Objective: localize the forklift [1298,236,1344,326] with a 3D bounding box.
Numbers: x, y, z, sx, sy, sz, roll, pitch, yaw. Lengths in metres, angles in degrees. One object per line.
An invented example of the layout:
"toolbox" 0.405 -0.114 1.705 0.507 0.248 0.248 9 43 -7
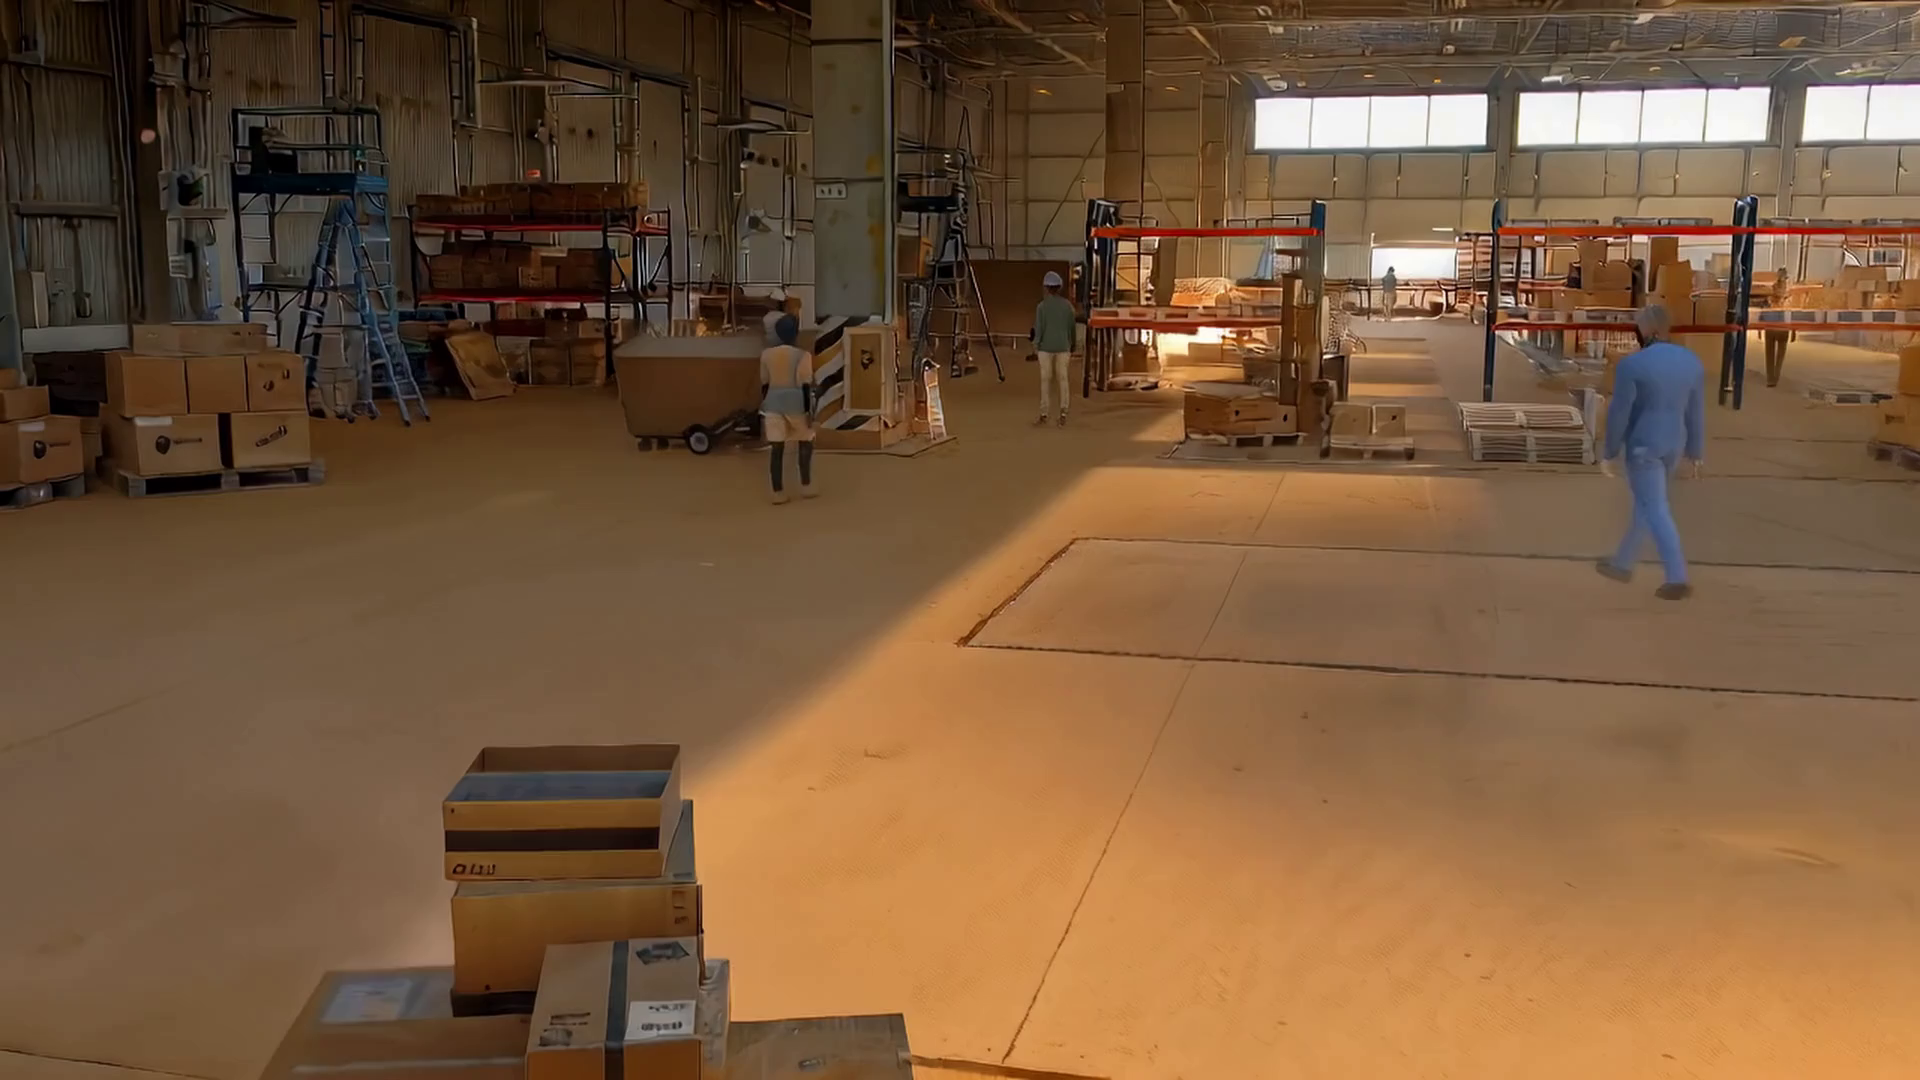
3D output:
"forklift" 10.809 -7.963 51.288 1.873 2.768 1.129 -4 10 -20

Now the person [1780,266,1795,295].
"person" 23.987 -6.997 48.428 0.399 1.920 0.589 -5 11 -27

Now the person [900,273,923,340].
"person" -1.082 -5.047 37.176 0.584 1.843 0.946 -3 10 -18

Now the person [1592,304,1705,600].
"person" 4.479 -0.578 10.779 0.631 1.883 1.030 -3 10 -18

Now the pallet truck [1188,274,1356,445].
"pallet truck" 3.653 -2.138 19.590 1.885 1.965 0.823 -4 10 -20

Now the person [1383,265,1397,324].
"person" 14.152 -8.072 54.701 0.367 1.939 0.634 -4 11 -24

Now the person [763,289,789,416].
"person" -2.438 -2.583 22.953 0.545 1.733 0.813 9 13 42

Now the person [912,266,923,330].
"person" -1.254 -7.339 50.428 0.389 1.927 0.546 4 10 21

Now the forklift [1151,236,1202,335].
"forklift" 5.866 -7.214 46.878 1.873 2.768 1.129 2 10 14

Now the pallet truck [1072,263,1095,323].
"pallet truck" 4.325 -8.180 55.162 0.823 1.965 1.885 6 11 31

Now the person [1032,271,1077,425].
"person" 1.225 -2.498 21.713 0.612 1.995 0.393 7 12 35

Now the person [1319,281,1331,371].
"person" 6.929 -4.102 31.932 0.487 1.738 0.320 -5 11 -27

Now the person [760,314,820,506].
"person" -1.476 -1.157 14.725 0.557 1.671 0.656 4 11 24

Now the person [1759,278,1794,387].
"person" 13.691 -3.473 27.920 0.526 1.829 0.574 6 12 33
